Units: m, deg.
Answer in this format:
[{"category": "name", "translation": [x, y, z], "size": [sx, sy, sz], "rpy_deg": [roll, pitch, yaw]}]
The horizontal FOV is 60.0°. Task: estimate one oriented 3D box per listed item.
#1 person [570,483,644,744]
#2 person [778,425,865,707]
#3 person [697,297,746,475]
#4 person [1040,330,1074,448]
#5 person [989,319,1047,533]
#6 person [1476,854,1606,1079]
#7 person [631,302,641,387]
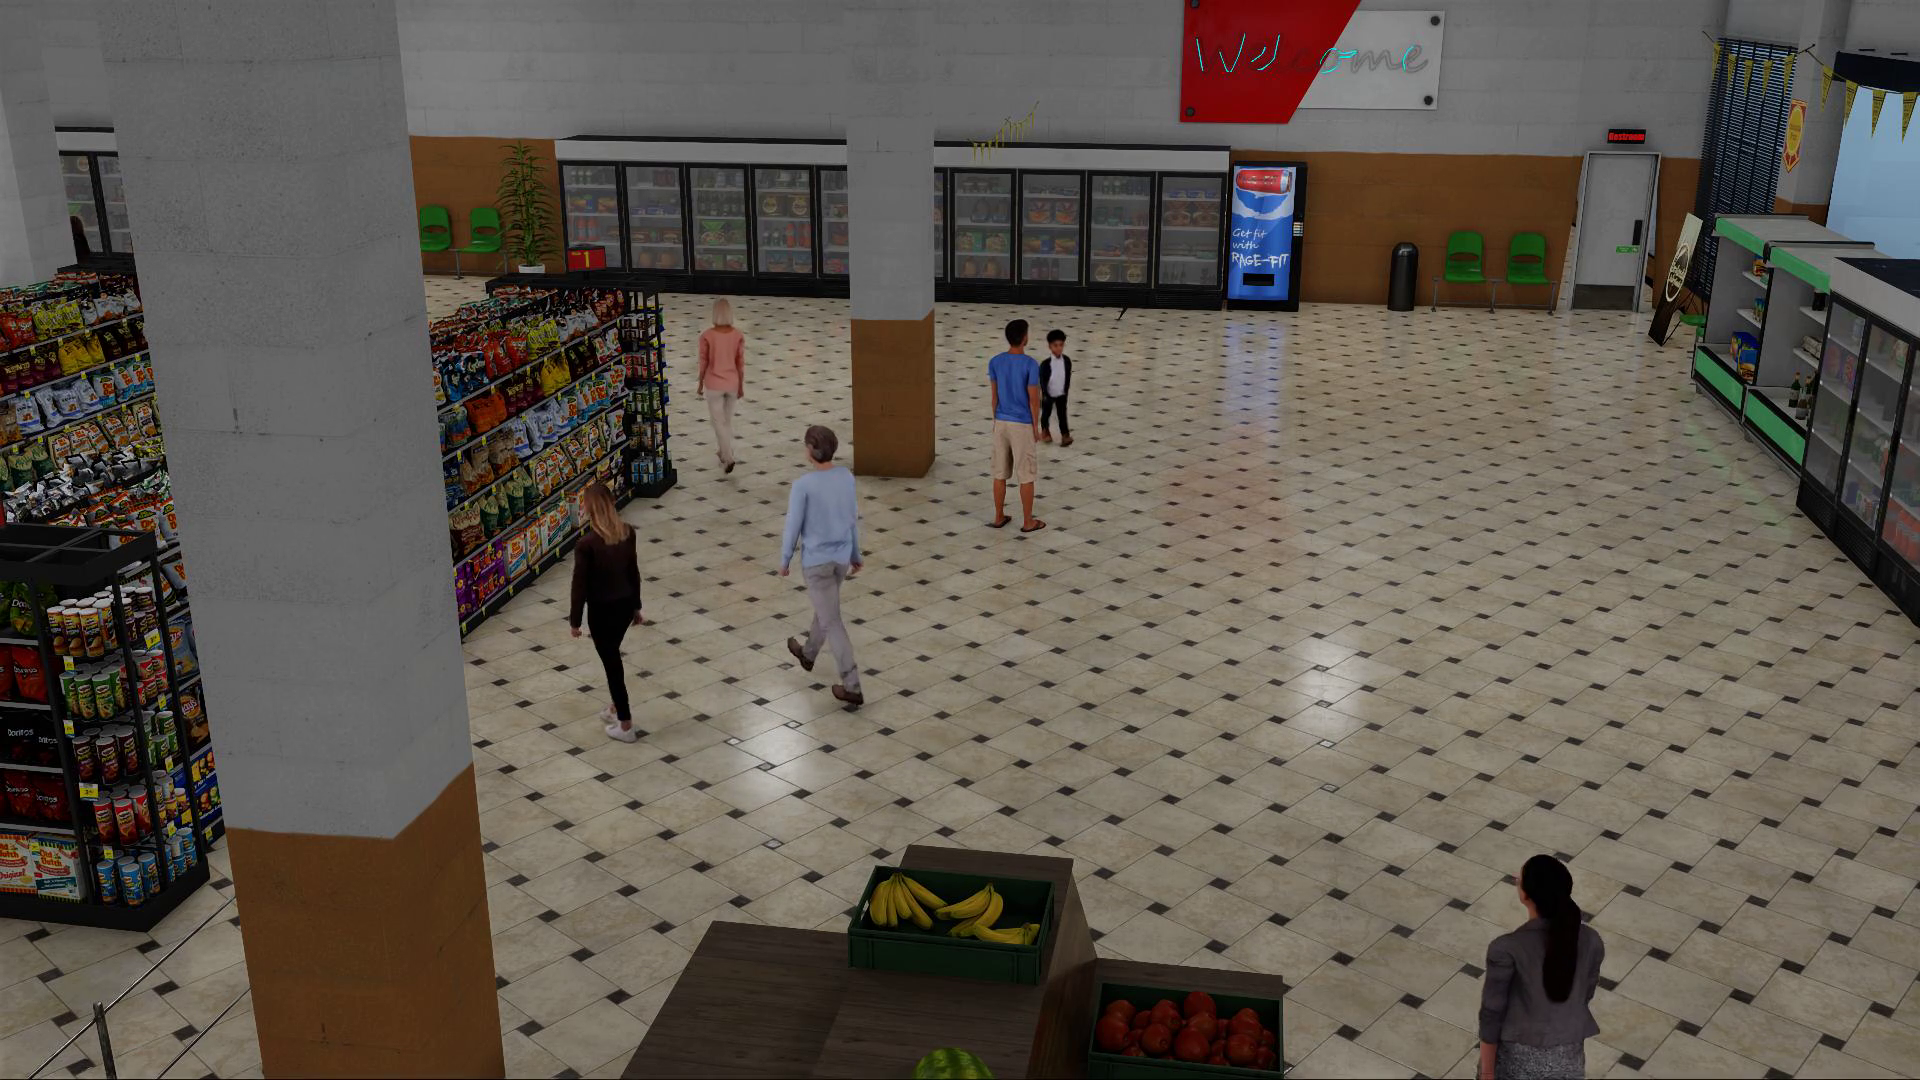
[{"category": "person", "translation": [-2.135, 0.482, 10.415], "size": [0.816, 1.694, 0.739], "rpy_deg": [13, 23, 34]}, {"category": "person", "translation": [-0.837, 0.205, 11.011], "size": [1.238, 1.839, 1.243], "rpy_deg": [-15, 24, -37]}, {"category": "person", "translation": [-2.311, -1.482, 16.240], "size": [1.001, 1.694, 1.176], "rpy_deg": [-9, 20, -24]}, {"category": "person", "translation": [0.959, -1.575, 17.300], "size": [0.717, 1.193, 0.910], "rpy_deg": [-5, 19, -14]}, {"category": "person", "translation": [0.478, -1.006, 14.564], "size": [0.731, 1.862, 0.695], "rpy_deg": [11, 21, 28]}, {"category": "person", "translation": [2.125, 1.990, 6.059], "size": [0.785, 1.620, 1.164], "rpy_deg": [0, 19, -1]}, {"category": "person", "translation": [-3.489, -1.801, 17.561], "size": [0.908, 1.453, 1.006], "rpy_deg": [-11, 22, -30]}]
